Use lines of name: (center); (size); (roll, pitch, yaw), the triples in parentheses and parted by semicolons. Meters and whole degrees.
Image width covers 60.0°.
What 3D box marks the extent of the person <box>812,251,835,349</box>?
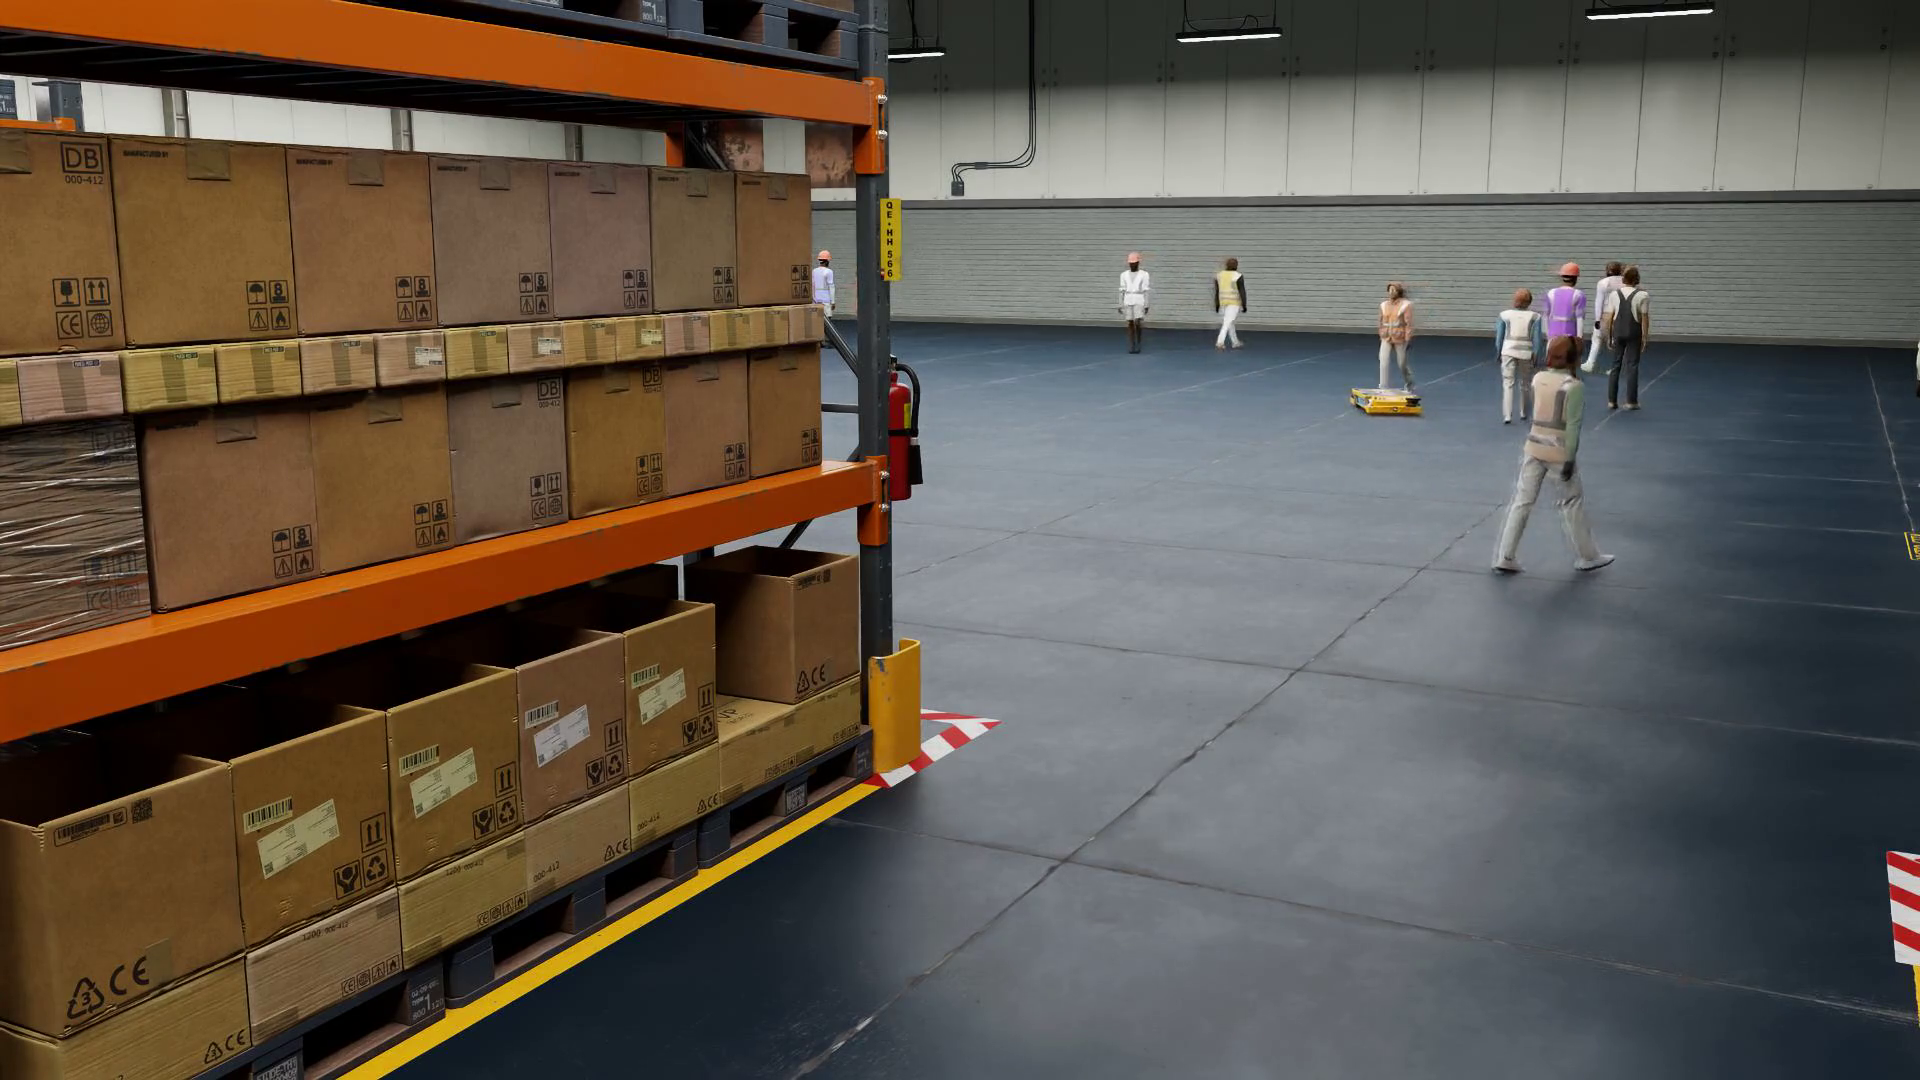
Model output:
person: (-2.682, -4.756, 32.959); (0.553, 1.935, 0.361); (8, 13, 35)

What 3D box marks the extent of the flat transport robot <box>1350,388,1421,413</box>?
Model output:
flat transport robot: (5.467, -1.803, 21.405); (0.652, 0.197, 1.431); (1, 10, 4)

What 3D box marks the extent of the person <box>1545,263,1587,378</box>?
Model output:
person: (7.909, -2.675, 21.772); (0.551, 1.892, 0.983); (8, 13, 36)

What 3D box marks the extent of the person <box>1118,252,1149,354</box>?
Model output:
person: (3.253, -4.464, 31.425); (0.560, 1.913, 0.640); (4, 11, 22)

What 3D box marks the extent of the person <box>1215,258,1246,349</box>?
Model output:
person: (5.343, -4.670, 32.889); (0.963, 1.799, 0.641); (-10, 14, -42)

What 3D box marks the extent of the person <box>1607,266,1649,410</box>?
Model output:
person: (8.595, -2.593, 21.420); (0.515, 1.842, 0.328); (8, 13, 37)

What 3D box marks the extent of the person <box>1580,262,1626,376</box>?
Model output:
person: (10.435, -3.574, 26.855); (0.659, 1.808, 0.887); (-2, 11, -11)

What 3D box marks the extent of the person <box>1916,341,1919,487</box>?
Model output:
person: (8.742, -1.419, 14.606); (0.614, 1.993, 0.395); (8, 13, 36)

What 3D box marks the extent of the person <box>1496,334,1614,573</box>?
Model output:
person: (3.949, -0.562, 11.021); (0.857, 1.593, 0.526); (-4, 11, -21)

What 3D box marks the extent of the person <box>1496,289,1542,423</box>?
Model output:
person: (6.718, -2.213, 20.036); (0.519, 1.593, 0.874); (4, 11, 20)

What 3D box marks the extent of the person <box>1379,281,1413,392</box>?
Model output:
person: (6.048, -2.776, 23.041); (0.518, 1.614, 0.762); (9, 14, 40)
